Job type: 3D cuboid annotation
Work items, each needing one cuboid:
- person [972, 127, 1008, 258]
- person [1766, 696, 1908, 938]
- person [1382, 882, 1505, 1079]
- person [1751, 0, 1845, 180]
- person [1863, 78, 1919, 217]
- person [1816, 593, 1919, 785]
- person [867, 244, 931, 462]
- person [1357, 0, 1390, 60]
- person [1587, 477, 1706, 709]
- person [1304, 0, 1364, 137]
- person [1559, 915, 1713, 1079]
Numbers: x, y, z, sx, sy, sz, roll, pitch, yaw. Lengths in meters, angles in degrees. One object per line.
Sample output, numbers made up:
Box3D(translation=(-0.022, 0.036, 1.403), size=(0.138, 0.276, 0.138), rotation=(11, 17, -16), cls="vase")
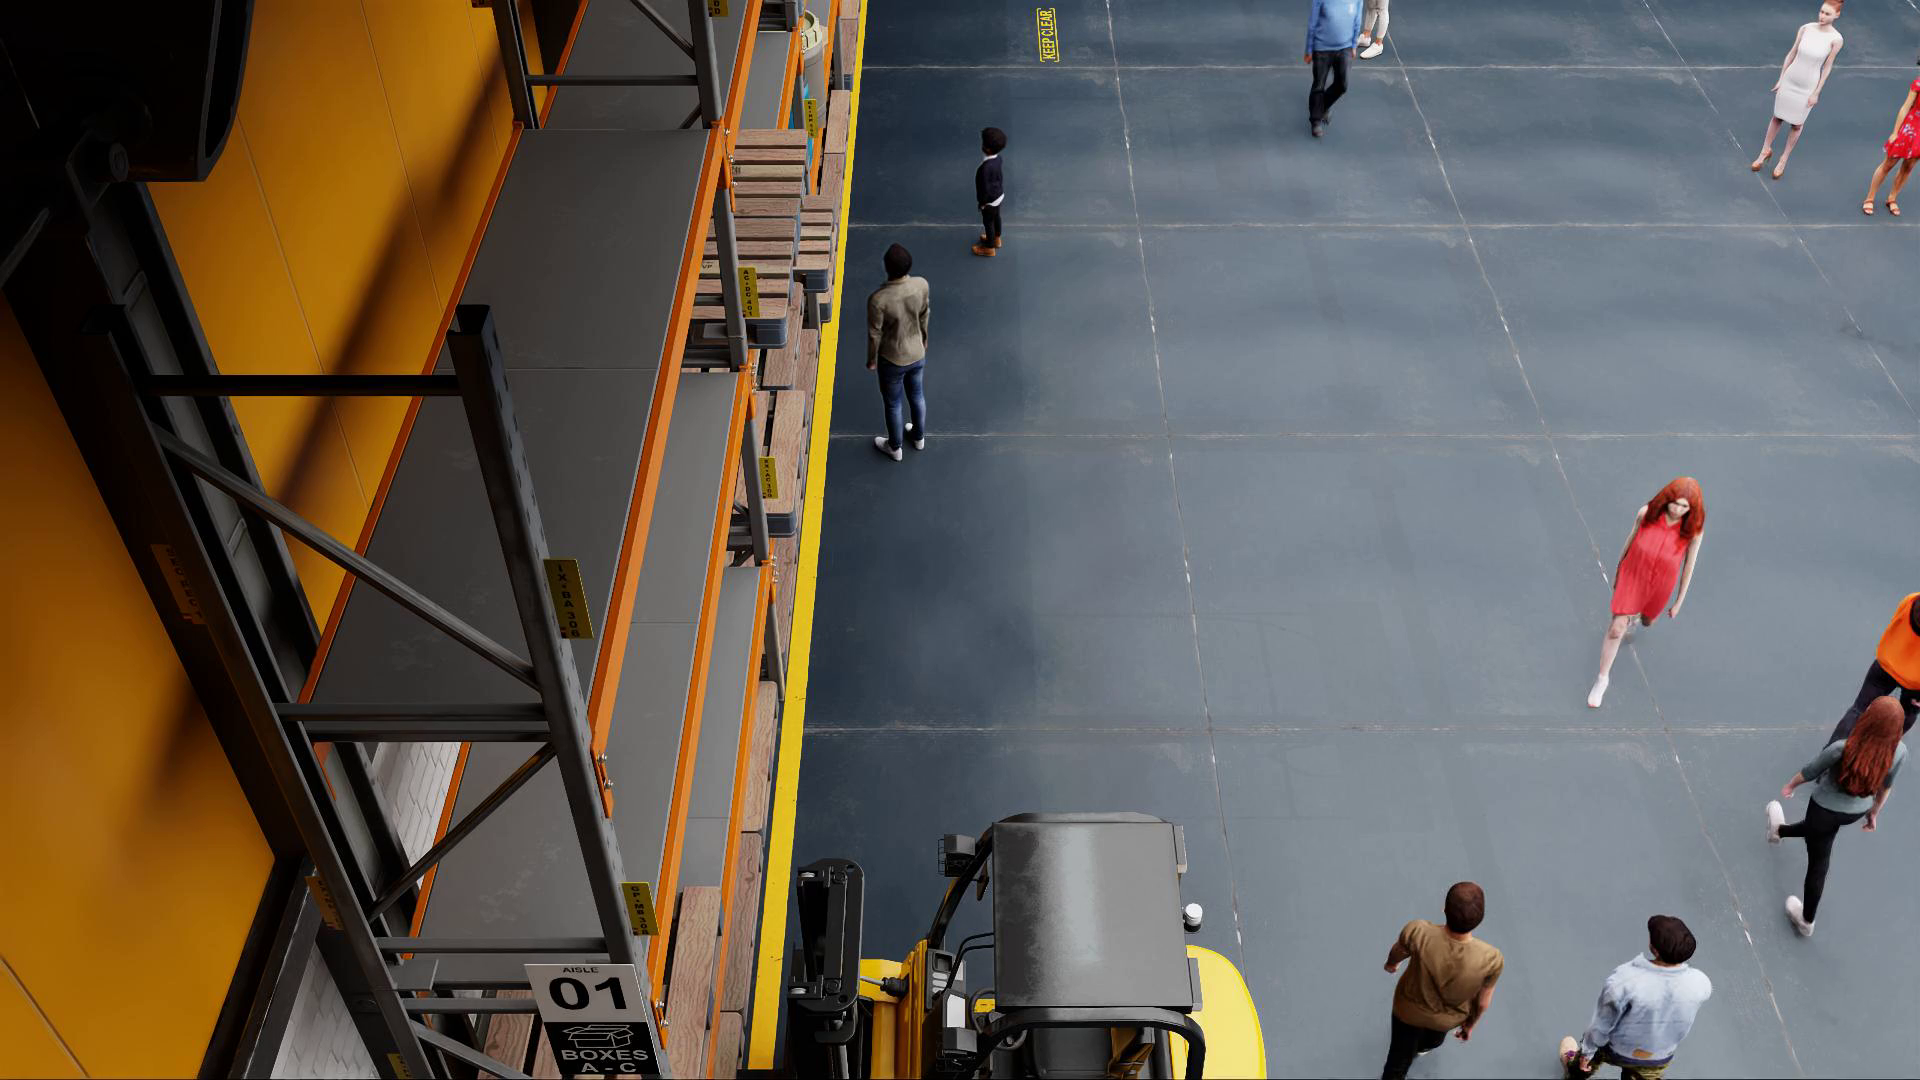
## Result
Box3D(translation=(0.274, -3.058, 14.562), size=(0.641, 1.227, 0.551), rotation=(18, 46, 18), cls="person")
Box3D(translation=(4.933, 1.595, 9.333), size=(0.620, 1.703, 1.081), rotation=(1, 44, 2), cls="person")
Box3D(translation=(2.345, 2.420, 8.384), size=(0.913, 1.817, 1.178), rotation=(14, 45, 15), cls="person")
Box3D(translation=(7.749, -4.174, 15.323), size=(0.677, 1.793, 0.613), rotation=(-34, 53, -30), cls="person")
Box3D(translation=(8.578, -3.665, 14.934), size=(0.590, 1.592, 0.569), rotation=(5, 44, 5), cls="person")
Box3D(translation=(5.672, 0.859, 10.097), size=(1.102, 1.715, 1.109), rotation=(-28, 50, -26), cls="person")
Box3D(translation=(-0.437, -1.380, 12.337), size=(0.792, 1.866, 0.806), rotation=(-26, 49, -24), cls="person")
Box3D(translation=(4.347, -5.839, 17.129), size=(0.733, 1.713, 0.592), rotation=(-13, 45, -13), cls="person")
Box3D(translation=(4.424, 0.246, 10.683), size=(0.992, 1.794, 1.212), rotation=(22, 48, 22), cls="person")
Box3D(translation=(3.556, -4.794, 15.970), size=(0.687, 1.798, 0.670), rotation=(-2, 44, -2), cls="person")
Box3D(translation=(3.360, 2.575, 8.256), size=(0.752, 1.769, 1.118), rotation=(4, 44, 4), cls="person")
